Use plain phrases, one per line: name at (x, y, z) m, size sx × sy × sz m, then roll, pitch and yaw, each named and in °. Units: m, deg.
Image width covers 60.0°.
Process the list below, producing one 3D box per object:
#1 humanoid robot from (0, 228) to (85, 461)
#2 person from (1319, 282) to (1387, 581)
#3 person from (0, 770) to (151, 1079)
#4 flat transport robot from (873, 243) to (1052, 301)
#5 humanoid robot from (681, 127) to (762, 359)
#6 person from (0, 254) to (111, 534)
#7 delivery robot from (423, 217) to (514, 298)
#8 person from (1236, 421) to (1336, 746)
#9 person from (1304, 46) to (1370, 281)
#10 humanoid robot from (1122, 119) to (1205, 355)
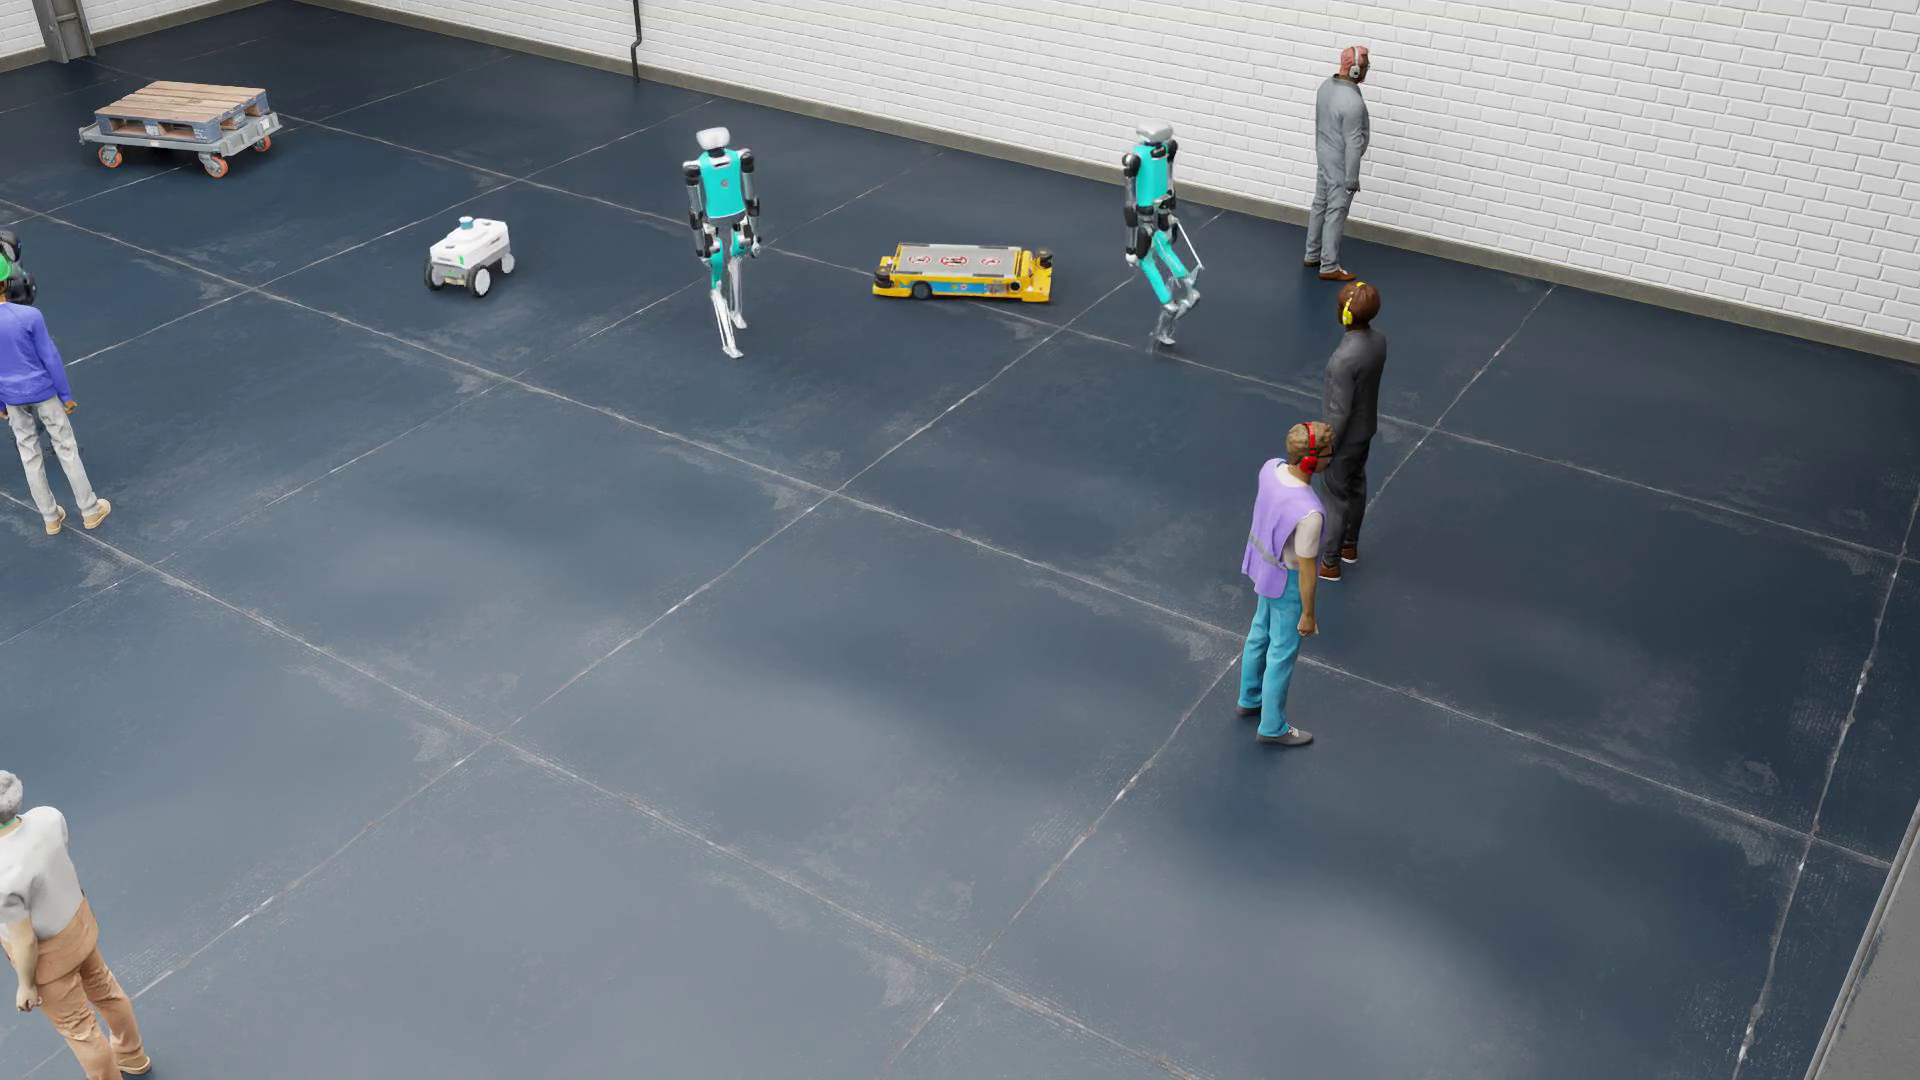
humanoid robot at (-6.163, -1.274, 10.937) m, size 0.375 × 1.648 × 0.598 m, roll -9°, pitch 34°, yaw -14°
person at (2.256, -0.626, 9.746) m, size 0.338 × 1.874 × 0.498 m, roll 23°, pitch 39°, yaw 32°
person at (-3.527, 1.564, 6.452) m, size 0.318 × 1.749 × 0.481 m, roll -1°, pitch 33°, yaw -1°
flat transport robot at (0.032, -2.197, 13.674) m, size 1.431 × 0.231 × 0.659 m, roll 3°, pitch 33°, yaw 4°
humanoid robot at (-1.814, -2.297, 12.493) m, size 0.577 × 1.782 × 0.895 m, roll -13°, pitch 35°, yaw -19°
person at (-5.677, -0.890, 10.162) m, size 0.461 × 1.873 × 0.341 m, roll -8°, pitch 34°, yaw -13°
delivery robot at (-4.019, -2.343, 13.644) m, size 0.499 × 0.602 × 0.801 m, roll 11°, pitch 34°, yaw 17°
person at (1.639, 0.225, 8.448) m, size 0.375 × 1.843 × 0.570 m, roll -8°, pitch 34°, yaw -12°
person at (3.094, -3.055, 13.496) m, size 0.411 × 1.906 × 0.653 m, roll -7°, pitch 33°, yaw -11°
humanoid robot at (1.540, -2.134, 12.267) m, size 0.544 × 1.848 × 0.698 m, roll -28°, pitch 42°, yaw -36°
